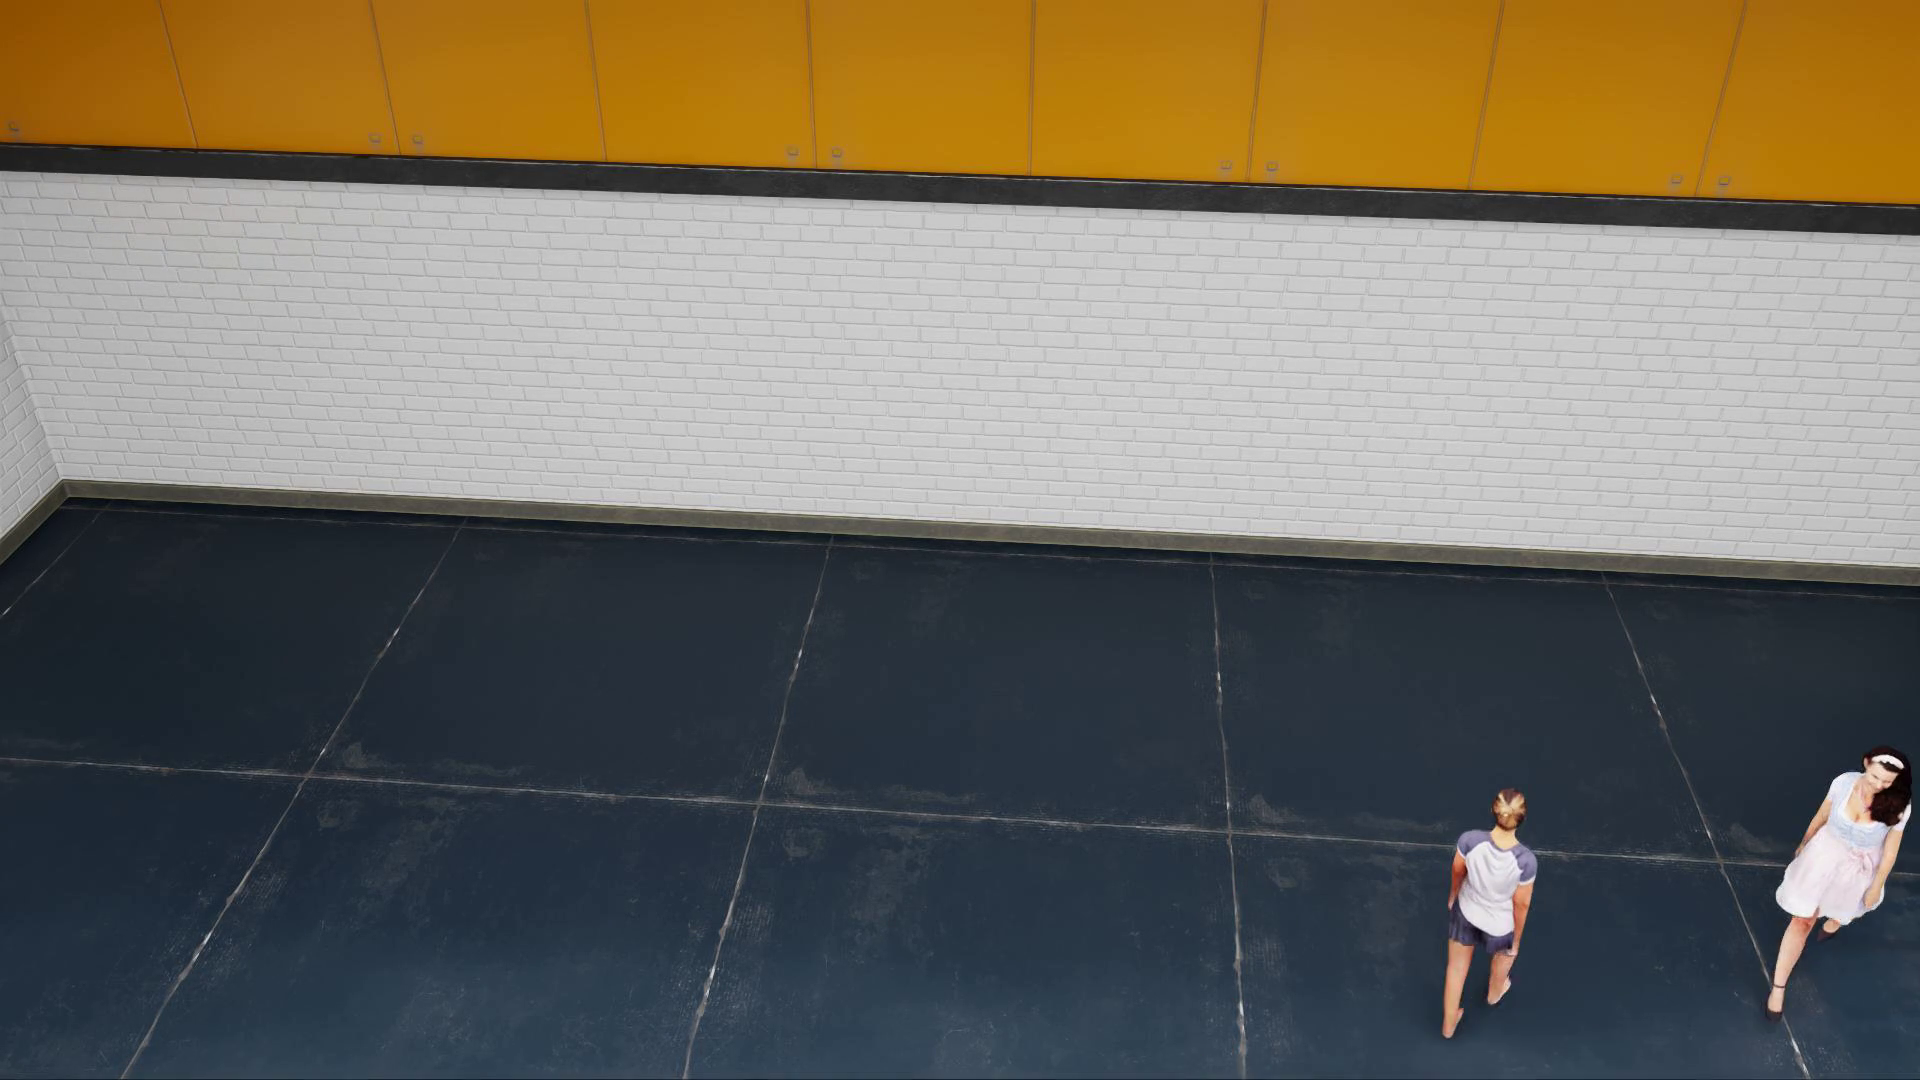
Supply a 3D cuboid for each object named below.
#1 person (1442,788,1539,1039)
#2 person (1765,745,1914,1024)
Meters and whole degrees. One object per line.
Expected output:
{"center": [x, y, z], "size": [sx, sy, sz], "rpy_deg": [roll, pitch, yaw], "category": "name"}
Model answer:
{"center": [2.741, 2.029, 8.729], "size": [0.771, 1.601, 0.903], "rpy_deg": [18, 37, 24], "category": "person"}
{"center": [4.804, 1.743, 9.016], "size": [1.094, 1.760, 1.292], "rpy_deg": [28, 42, 35], "category": "person"}
